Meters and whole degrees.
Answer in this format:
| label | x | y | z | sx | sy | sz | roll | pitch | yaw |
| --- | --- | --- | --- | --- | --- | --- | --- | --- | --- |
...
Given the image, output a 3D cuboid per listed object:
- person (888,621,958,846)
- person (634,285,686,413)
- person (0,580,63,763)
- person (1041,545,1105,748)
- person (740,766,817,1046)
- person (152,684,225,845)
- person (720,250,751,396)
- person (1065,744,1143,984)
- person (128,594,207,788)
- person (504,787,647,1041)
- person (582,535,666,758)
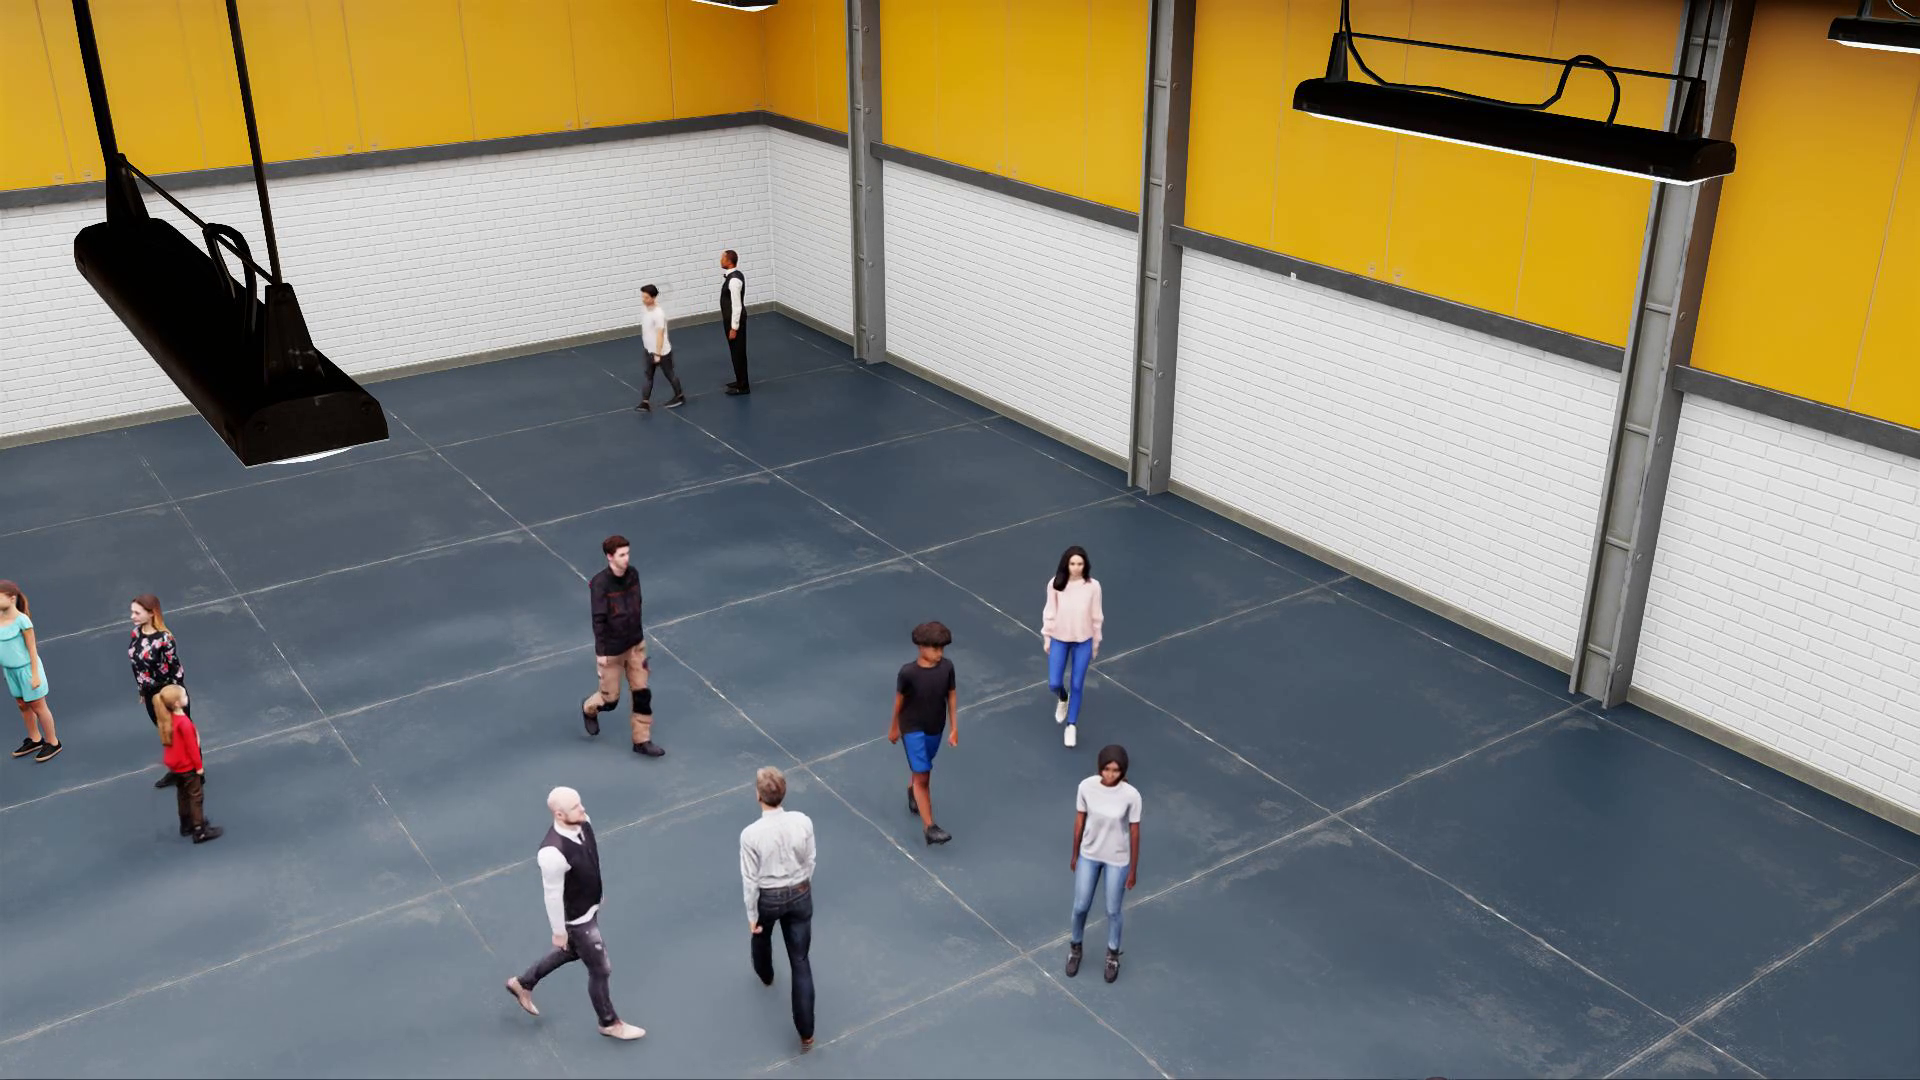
| label | x | y | z | sx | sy | sz | roll | pitch | yaw |
| --- | --- | --- | --- | --- | --- | --- | --- | --- | --- |
| person | -0.315 | 1.357 | 12.454 | 0.815 | 1.739 | 1.207 | -7 | 25 | -15 |
| person | -3.815 | -2.462 | 21.273 | 0.823 | 1.672 | 1.014 | -17 | 29 | -34 |
| person | -7.563 | 1.036 | 13.415 | 0.622 | 1.558 | 0.704 | 10 | 25 | 21 |
| person | 0.922 | 0.817 | 13.661 | 0.856 | 1.762 | 0.916 | 4 | 24 | 8 |
| person | -1.076 | 2.276 | 10.307 | 0.894 | 1.774 | 1.258 | -7 | 25 | -17 |
| person | -5.772 | 1.649 | 12.354 | 0.497 | 1.283 | 0.603 | 17 | 29 | 33 |
| person | -2.957 | -2.875 | 21.913 | 0.844 | 1.918 | 0.704 | -3 | 24 | -6 |
| person | 0.958 | 2.071 | 10.848 | 0.695 | 1.717 | 0.783 | 8 | 25 | 18 |
| person | -6.177 | 1.183 | 12.923 | 0.610 | 1.682 | 0.715 | 10 | 25 | 21 |
| person | -2.439 | 2.293 | 10.243 | 1.183 | 1.795 | 1.183 | 2 | 24 | 4 |
| person | -2.795 | 0.849 | 13.411 | 1.144 | 1.903 | 0.873 | 18 | 29 | 35 |
